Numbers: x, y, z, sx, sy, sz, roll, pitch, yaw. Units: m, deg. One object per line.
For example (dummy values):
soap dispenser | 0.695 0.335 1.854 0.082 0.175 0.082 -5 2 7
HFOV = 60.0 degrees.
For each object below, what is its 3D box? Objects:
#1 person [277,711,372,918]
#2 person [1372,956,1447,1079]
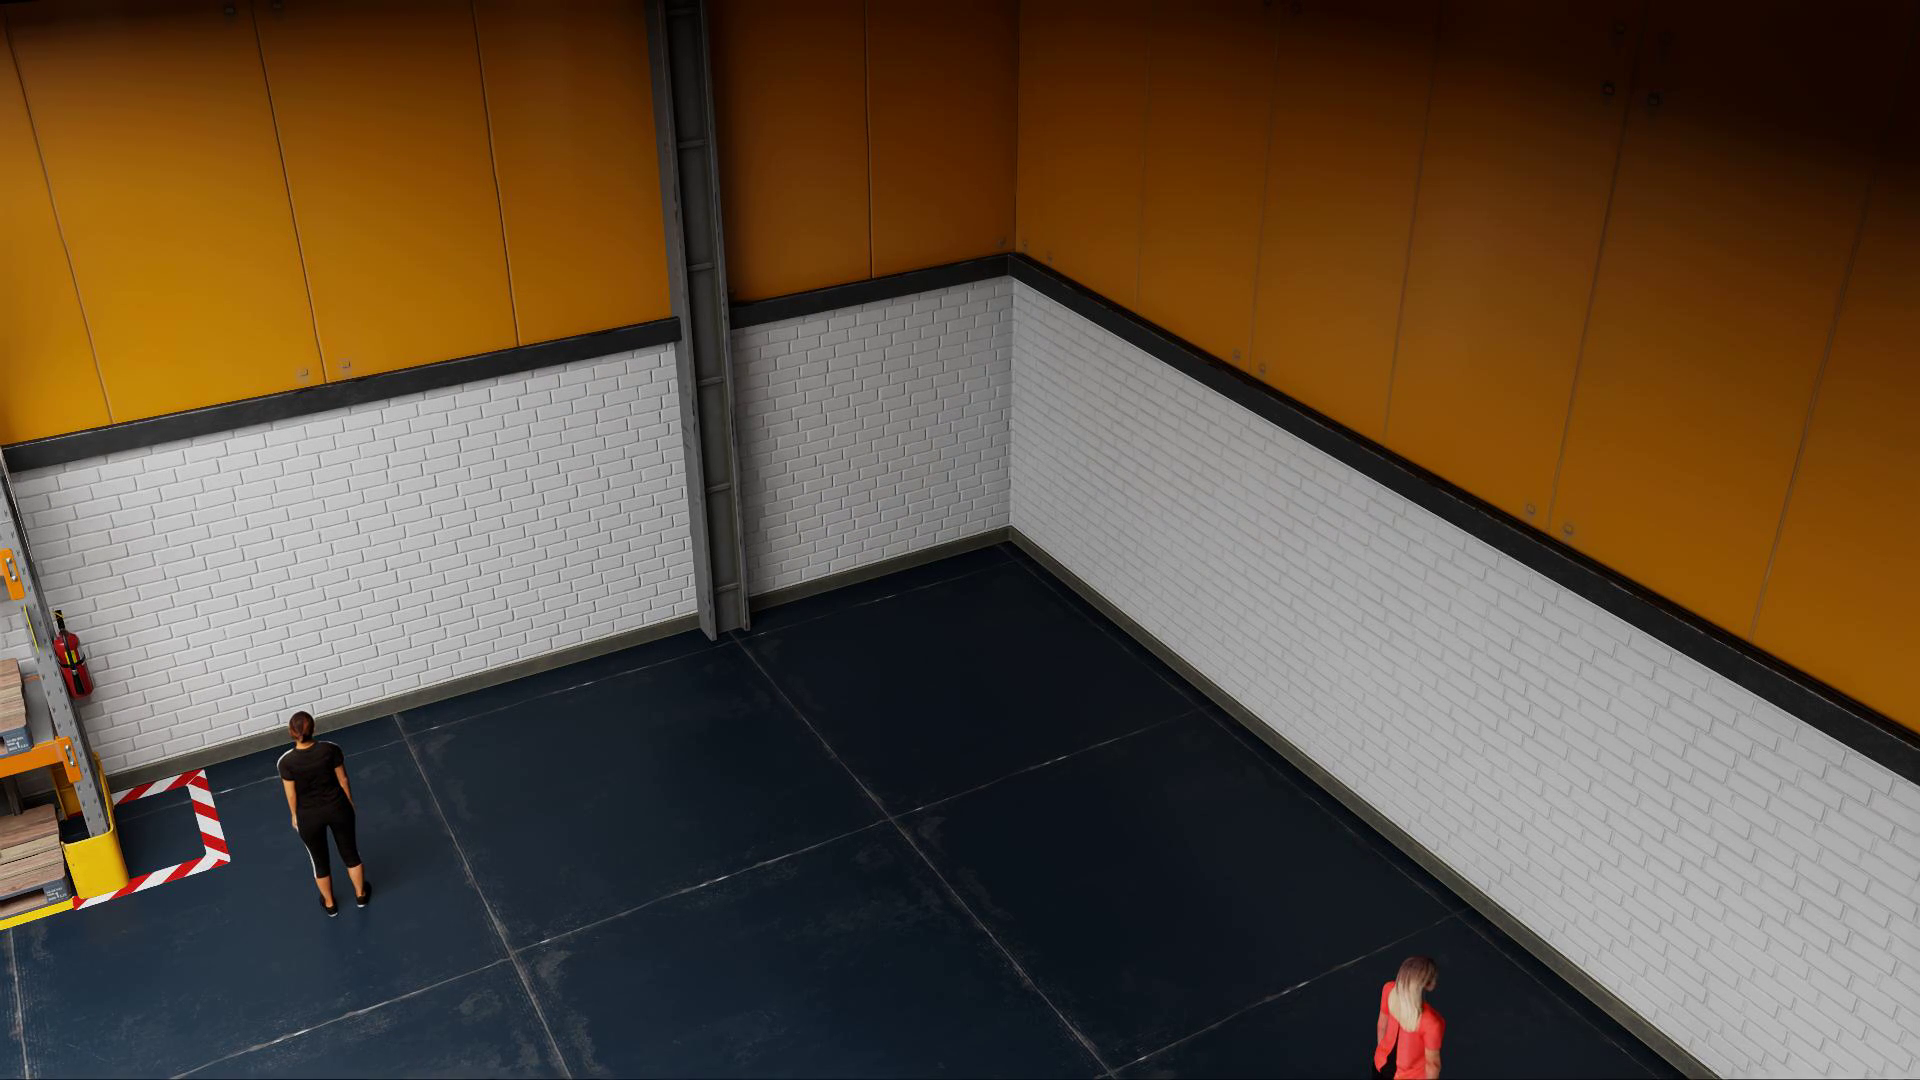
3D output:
person | -4.457 1.902 11.645 0.471 1.668 0.651 -13 31 -23
person | 2.527 3.052 9.509 0.520 1.694 0.585 -17 33 -28
